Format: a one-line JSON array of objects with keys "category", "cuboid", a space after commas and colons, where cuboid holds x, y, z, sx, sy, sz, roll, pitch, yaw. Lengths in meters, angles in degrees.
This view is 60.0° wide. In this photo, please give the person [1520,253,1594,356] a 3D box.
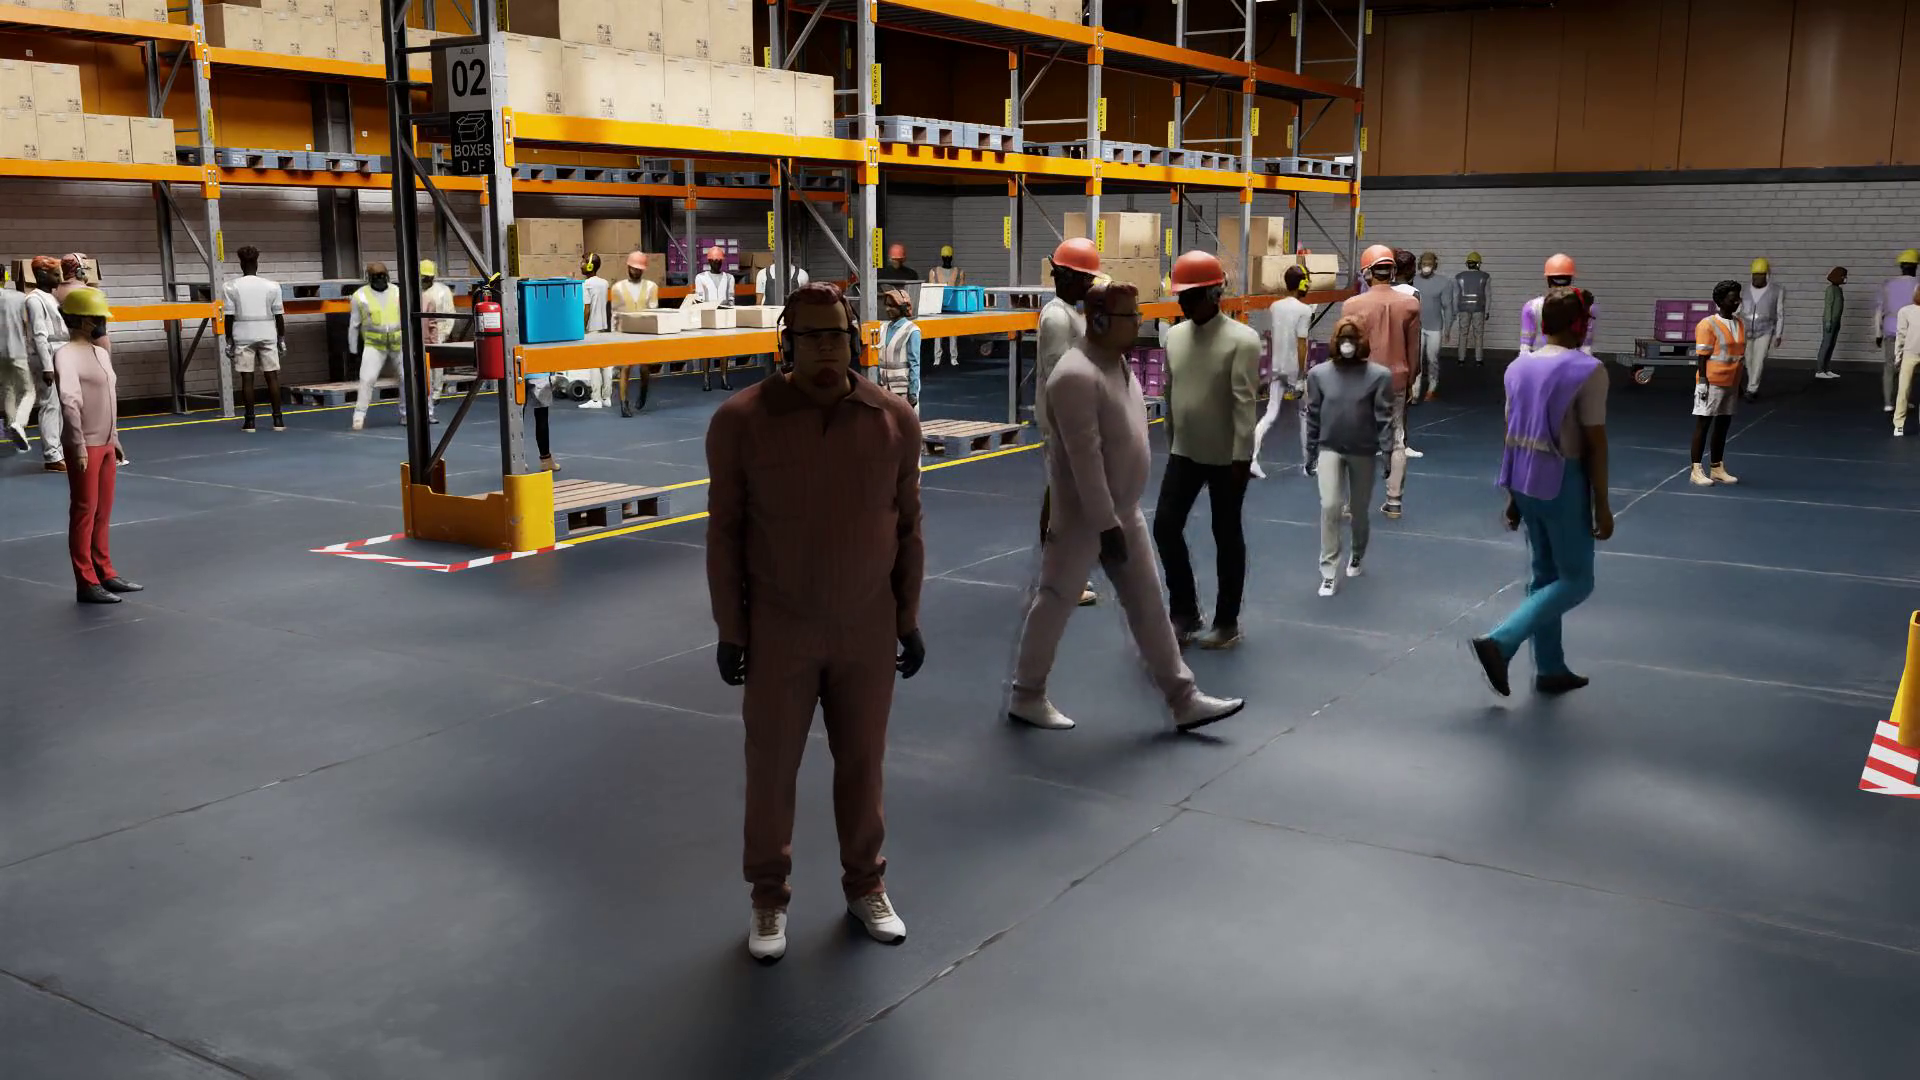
[{"category": "person", "cuboid": [4.730, -1.309, 13.229, 0.548, 1.920, 0.671, 2, 10, 12]}]

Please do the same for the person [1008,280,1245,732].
[{"category": "person", "cuboid": [0.630, -0.105, 6.732, 0.994, 1.856, 0.647, 6, 12, 30]}]

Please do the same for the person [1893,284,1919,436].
[{"category": "person", "cuboid": [9.891, -1.865, 17.123, 0.492, 1.625, 0.282, 5, 11, 25]}]

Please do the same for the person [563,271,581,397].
[{"category": "person", "cuboid": [-5.033, -2.637, 21.377, 0.609, 1.620, 0.372, 8, 13, 38]}]

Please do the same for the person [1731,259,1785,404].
[{"category": "person", "cuboid": [9.891, -2.593, 20.722, 0.609, 1.779, 0.944, 8, 13, 38]}]

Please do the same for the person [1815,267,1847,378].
[{"category": "person", "cuboid": [12.836, -3.190, 24.462, 0.266, 1.628, 0.501, 10, 14, 43]}]

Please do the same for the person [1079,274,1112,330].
[{"category": "person", "cuboid": [1.064, -1.192, 13.029, 0.341, 1.761, 0.529, -8, 13, -37]}]

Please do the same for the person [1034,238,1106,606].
[{"category": "person", "cuboid": [0.609, -0.658, 9.301, 0.391, 2.034, 0.605, 1, 10, 4]}]

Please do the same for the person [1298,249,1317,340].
[{"category": "person", "cuboid": [5.372, -3.579, 25.902, 0.349, 1.881, 0.577, -3, 11, -17]}]

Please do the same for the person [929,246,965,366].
[{"category": "person", "cuboid": [-0.214, -3.780, 26.880, 0.587, 1.930, 0.363, -1, 10, -4]}]

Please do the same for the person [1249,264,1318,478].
[{"category": "person", "cuboid": [2.770, -1.437, 14.207, 0.952, 1.829, 0.535, -7, 12, -34]}]

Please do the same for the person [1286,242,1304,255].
[{"category": "person", "cuboid": [5.357, -3.736, 26.448, 0.610, 2.004, 0.684, 7, 12, 33]}]

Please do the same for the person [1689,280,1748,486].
[{"category": "person", "cuboid": [6.286, -1.293, 13.752, 0.538, 1.696, 0.317, -5, 11, -26]}]

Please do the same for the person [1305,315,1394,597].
[{"category": "person", "cuboid": [2.277, -0.514, 9.721, 0.512, 1.606, 0.800, 4, 11, 19]}]

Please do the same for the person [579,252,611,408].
[{"category": "person", "cuboid": [-4.430, -2.526, 20.092, 0.322, 1.875, 0.531, 4, 11, 21]}]

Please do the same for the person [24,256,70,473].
[{"category": "person", "cuboid": [-7.921, -1.526, 14.519, 0.355, 1.885, 0.575, -3, 11, -17]}]

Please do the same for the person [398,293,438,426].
[{"category": "person", "cuboid": [-5.957, -2.113, 18.158, 0.521, 1.737, 0.461, -4, 11, -22]}]

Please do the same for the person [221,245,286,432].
[{"category": "person", "cuboid": [-7.451, -2.118, 17.577, 0.612, 1.962, 0.363, -6, 12, -29]}]

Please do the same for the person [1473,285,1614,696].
[{"category": "person", "cuboid": [2.566, -0.195, 7.288, 0.659, 1.826, 0.579, -4, 11, -20]}]

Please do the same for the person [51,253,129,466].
[{"category": "person", "cuboid": [-7.794, -1.590, 14.816, 0.643, 1.908, 0.410, 4, 11, 21]}]

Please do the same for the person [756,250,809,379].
[{"category": "person", "cuboid": [-2.225, -2.761, 20.927, 0.682, 2.000, 0.537, -1, 10, -6]}]

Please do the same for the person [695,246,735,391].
[{"category": "person", "cuboid": [-3.280, -2.972, 22.372, 0.544, 1.942, 0.347, -4, 11, -21]}]

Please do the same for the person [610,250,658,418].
[{"category": "person", "cuboid": [-3.774, -2.390, 19.250, 0.560, 1.911, 0.736, -3, 11, -16]}]

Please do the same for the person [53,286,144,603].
[{"category": "person", "cuboid": [-4.865, -0.534, 9.352, 0.311, 1.768, 0.524, -1, 10, -5]}]

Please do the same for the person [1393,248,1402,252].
[{"category": "person", "cuboid": [5.756, -2.906, 22.094, 0.649, 1.912, 0.409, 4, 11, 19]}]

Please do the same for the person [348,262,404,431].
[{"category": "person", "cuboid": [-6.243, -2.083, 17.905, 0.782, 1.794, 0.539, -5, 11, -26]}]

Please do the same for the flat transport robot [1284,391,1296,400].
[{"category": "flat transport robot", "cuboid": [4.695, -1.918, 21.163, 0.652, 0.197, 1.431, 6, 12, 31]}]

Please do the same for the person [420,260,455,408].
[{"category": "person", "cuboid": [-6.435, -2.491, 20.168, 0.627, 1.784, 0.567, -2, 10, -10]}]

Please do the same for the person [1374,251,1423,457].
[{"category": "person", "cuboid": [4.085, -1.727, 15.541, 0.386, 1.918, 0.595, -5, 11, -25]}]

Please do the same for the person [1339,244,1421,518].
[{"category": "person", "cuboid": [3.024, -1.140, 12.090, 0.611, 1.988, 0.391, -2, 10, -10]}]

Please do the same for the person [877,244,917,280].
[{"category": "person", "cuboid": [-0.898, -3.274, 23.994, 0.641, 1.950, 0.911, -1, 10, -7]}]

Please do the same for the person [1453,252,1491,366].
[{"category": "person", "cuboid": [8.238, -3.707, 26.770, 0.587, 1.826, 0.404, 4, 11, 21]}]

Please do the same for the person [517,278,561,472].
[{"category": "person", "cuboid": [-3.751, -1.422, 14.466, 0.532, 1.696, 0.319, 2, 10, 10]}]

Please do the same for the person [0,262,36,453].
[{"category": "person", "cuboid": [-8.981, -1.715, 15.688, 0.554, 1.844, 0.572, -3, 11, -16]}]

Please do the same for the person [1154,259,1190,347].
[{"category": "person", "cuboid": [2.996, -3.057, 23.137, 0.620, 1.838, 0.429, 3, 11, 15]}]

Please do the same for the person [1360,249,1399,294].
[{"category": "person", "cuboid": [5.379, -2.730, 21.122, 0.634, 1.905, 0.649, -7, 13, -35]}]

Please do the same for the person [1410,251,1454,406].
[{"category": "person", "cuboid": [5.778, -2.621, 20.577, 0.642, 1.901, 0.998, 5, 11, 24]}]

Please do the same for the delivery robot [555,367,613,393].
[{"category": "delivery robot", "cuboid": [-4.785, -2.108, 21.169, 0.707, 0.478, 0.477, -9, 14, -43]}]

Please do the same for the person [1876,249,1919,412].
[{"category": "person", "cuboid": [11.151, -2.463, 19.628, 0.650, 1.907, 0.612, -10, 14, -43]}]

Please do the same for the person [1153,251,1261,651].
[{"category": "person", "cuboid": [1.198, -0.415, 8.146, 0.633, 1.967, 0.583, 9, 13, 40]}]

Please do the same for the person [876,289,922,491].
[{"category": "person", "cuboid": [-0.482, -1.186, 13.344, 0.313, 1.633, 0.511, -8, 13, -36]}]

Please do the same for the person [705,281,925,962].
[{"category": "person", "cuboid": [-0.391, 0.229, 4.731, 0.643, 1.909, 0.410, -4, 11, -20]}]
